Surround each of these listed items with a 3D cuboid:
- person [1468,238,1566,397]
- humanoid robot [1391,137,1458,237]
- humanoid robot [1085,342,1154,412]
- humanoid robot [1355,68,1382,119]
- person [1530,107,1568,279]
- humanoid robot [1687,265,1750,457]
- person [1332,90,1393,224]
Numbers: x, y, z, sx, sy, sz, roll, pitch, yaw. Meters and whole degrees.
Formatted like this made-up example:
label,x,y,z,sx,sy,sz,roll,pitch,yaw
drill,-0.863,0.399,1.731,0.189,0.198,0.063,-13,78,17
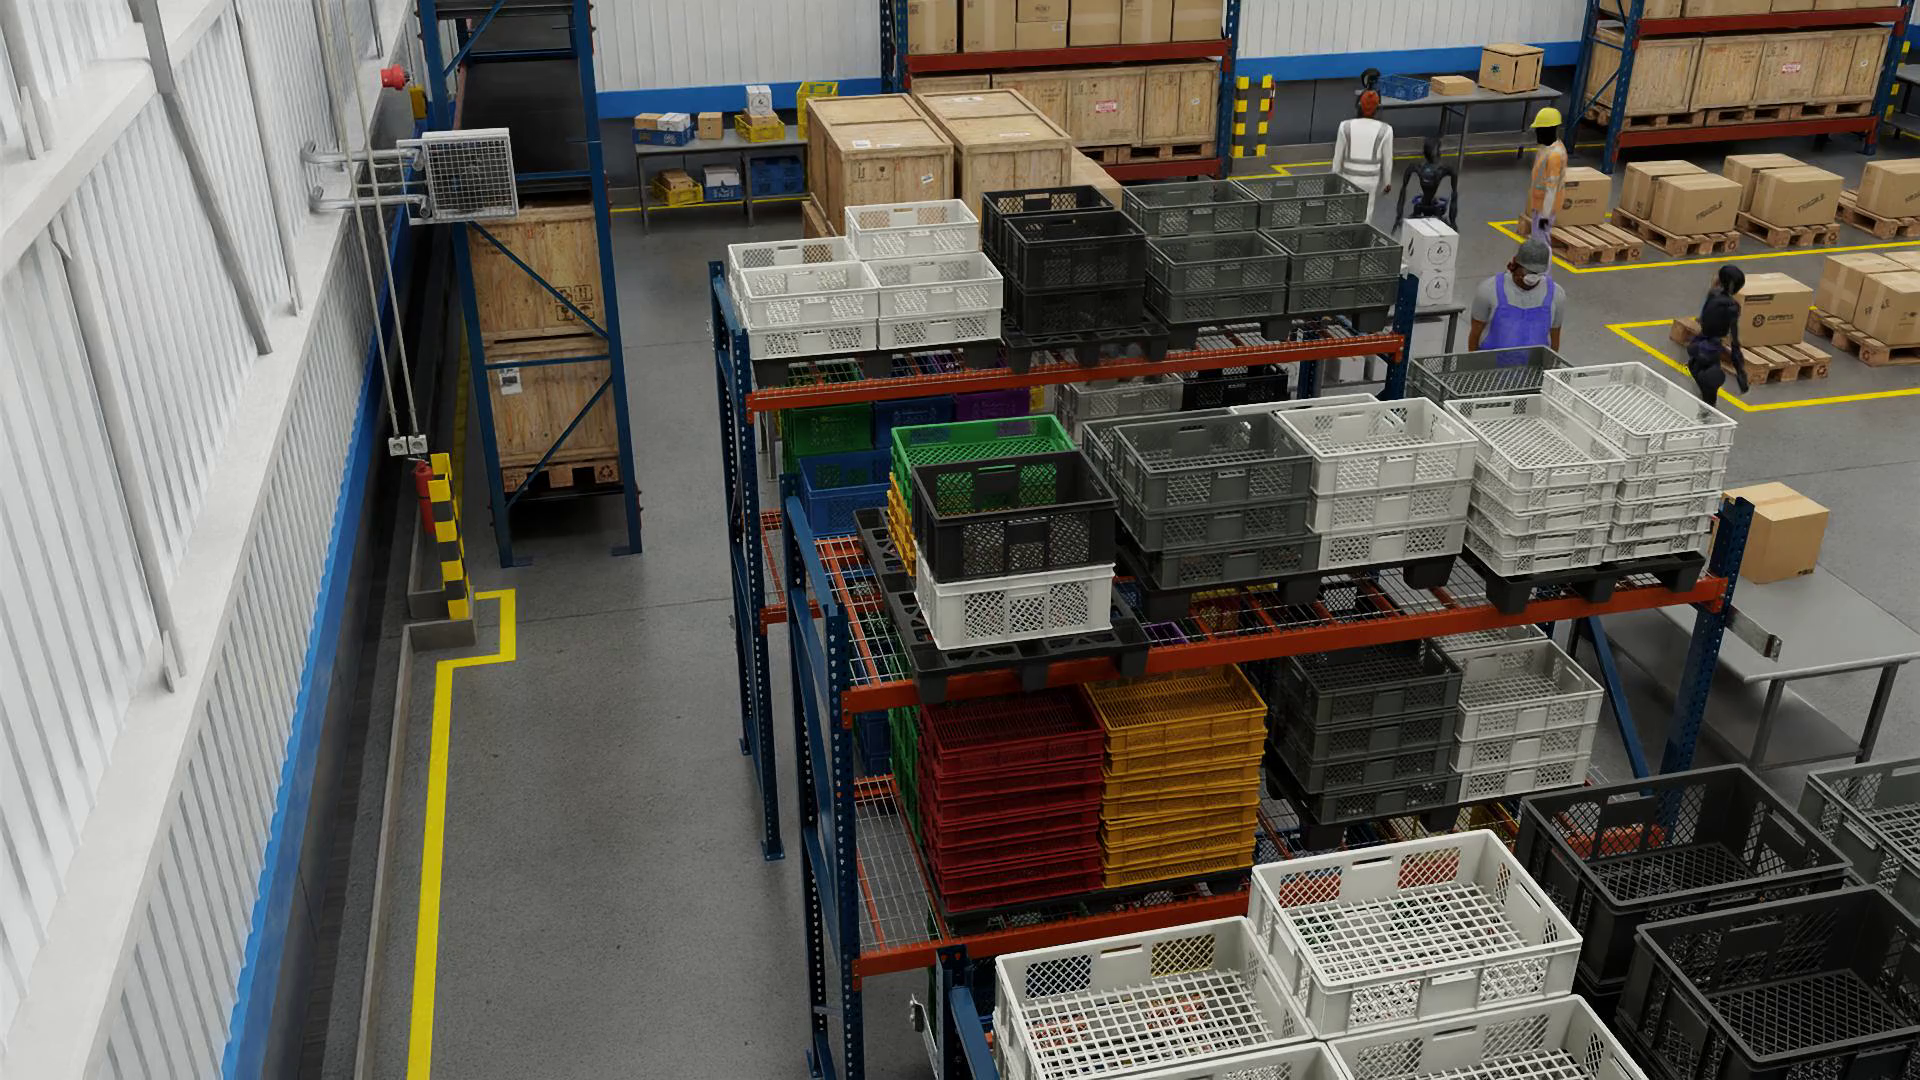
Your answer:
label,x,y,z,sx,sy,sz,roll,pitch,yaw
person,4.207,-1.334,12.679,0.678,2.000,0.536,4,28,8
humanoid robot,4.658,-3.208,16.625,0.599,1.640,0.579,16,32,27
humanoid robot,1.138,-0.837,12.119,0.602,1.645,0.427,5,28,9
humanoid robot,4.687,-4.652,19.347,0.326,1.656,0.587,2,28,4
person,5.837,-3.380,16.709,0.427,1.910,0.598,4,28,7
humanoid robot,6.013,-1.428,13.290,0.518,1.621,0.588,1,28,2
person,4.237,-3.798,17.537,0.612,1.872,0.446,11,30,20
